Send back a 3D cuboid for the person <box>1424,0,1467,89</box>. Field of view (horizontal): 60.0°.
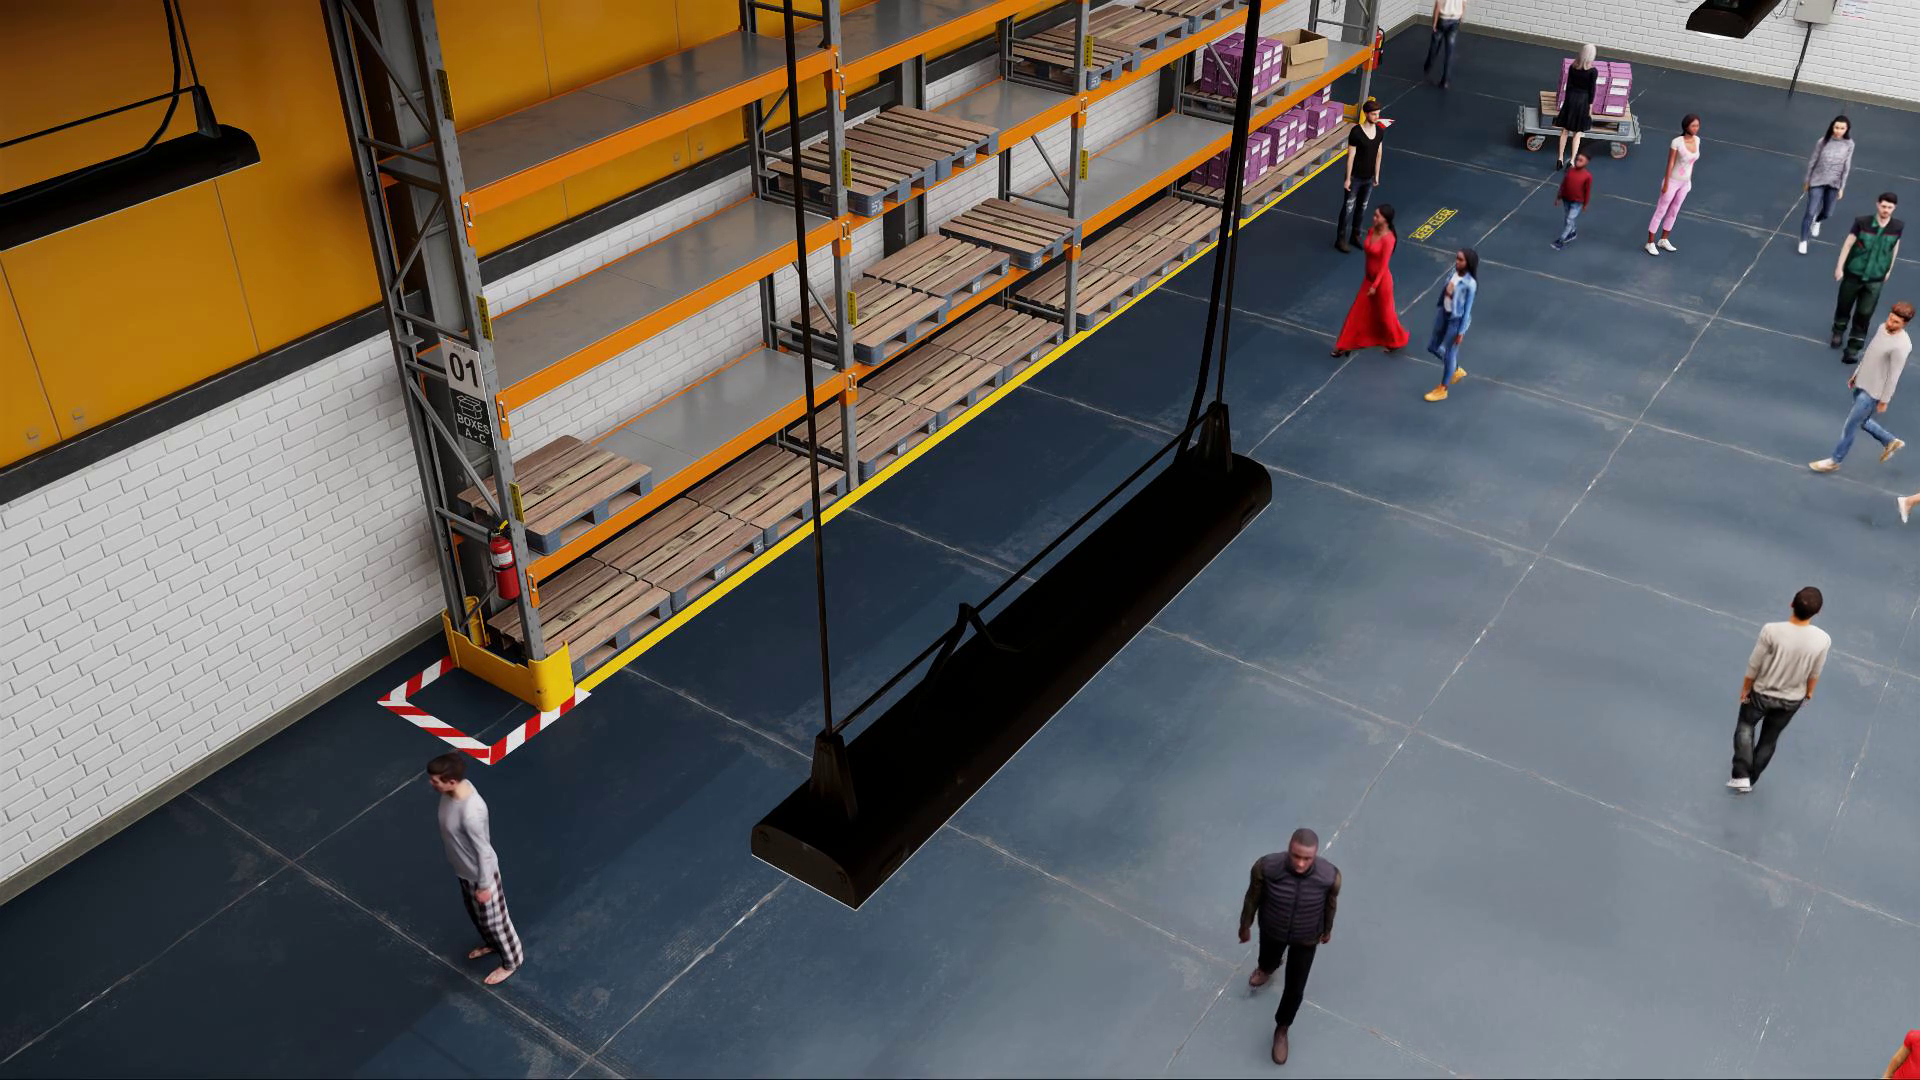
[{"bbox_3d":[7.528,-7.894,25.600,1.091,1.816,1.277,1,34,2],"label":"person"}]

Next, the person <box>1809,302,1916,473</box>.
[{"bbox_3d":[8.765,-1.425,15.819,1.059,1.870,1.121,4,34,7],"label":"person"}]

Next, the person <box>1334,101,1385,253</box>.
[{"bbox_3d":[4.890,-4.469,20.376,0.692,1.894,0.799,-12,36,-18],"label":"person"}]

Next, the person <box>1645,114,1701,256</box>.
[{"bbox_3d":[8.766,-4.366,20.360,0.616,1.740,0.712,-12,35,-17],"label":"person"}]

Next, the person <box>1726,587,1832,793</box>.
[{"bbox_3d":[5.901,1.156,12.001,0.749,1.798,0.790,11,35,16],"label":"person"}]

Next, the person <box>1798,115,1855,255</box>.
[{"bbox_3d":[10.627,-4.401,20.434,0.742,1.717,0.903,12,35,17],"label":"person"}]

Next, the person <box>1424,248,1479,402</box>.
[{"bbox_3d":[5.171,-2.233,17.183,0.871,1.705,0.807,-9,35,-13],"label":"person"}]

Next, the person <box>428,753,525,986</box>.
[{"bbox_3d":[-3.081,2.065,10.589,0.672,1.847,0.703,-20,39,-28],"label":"person"}]

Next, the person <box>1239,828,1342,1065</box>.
[{"bbox_3d":[2.030,2.346,10.211,0.931,1.797,1.133,10,35,14],"label":"person"}]

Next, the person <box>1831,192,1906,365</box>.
[{"bbox_3d":[9.796,-2.898,18.051,0.904,1.851,1.272,12,36,18],"label":"person"}]

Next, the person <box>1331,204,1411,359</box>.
[{"bbox_3d":[4.578,-2.754,17.930,1.209,1.746,0.993,-14,36,-20],"label":"person"}]

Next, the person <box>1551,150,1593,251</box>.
[{"bbox_3d":[7.640,-4.240,20.635,0.924,1.226,0.655,-25,41,-33],"label":"person"}]

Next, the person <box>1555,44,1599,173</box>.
[{"bbox_3d":[8.401,-5.887,22.642,0.617,1.747,0.639,-28,43,-36],"label":"person"}]
